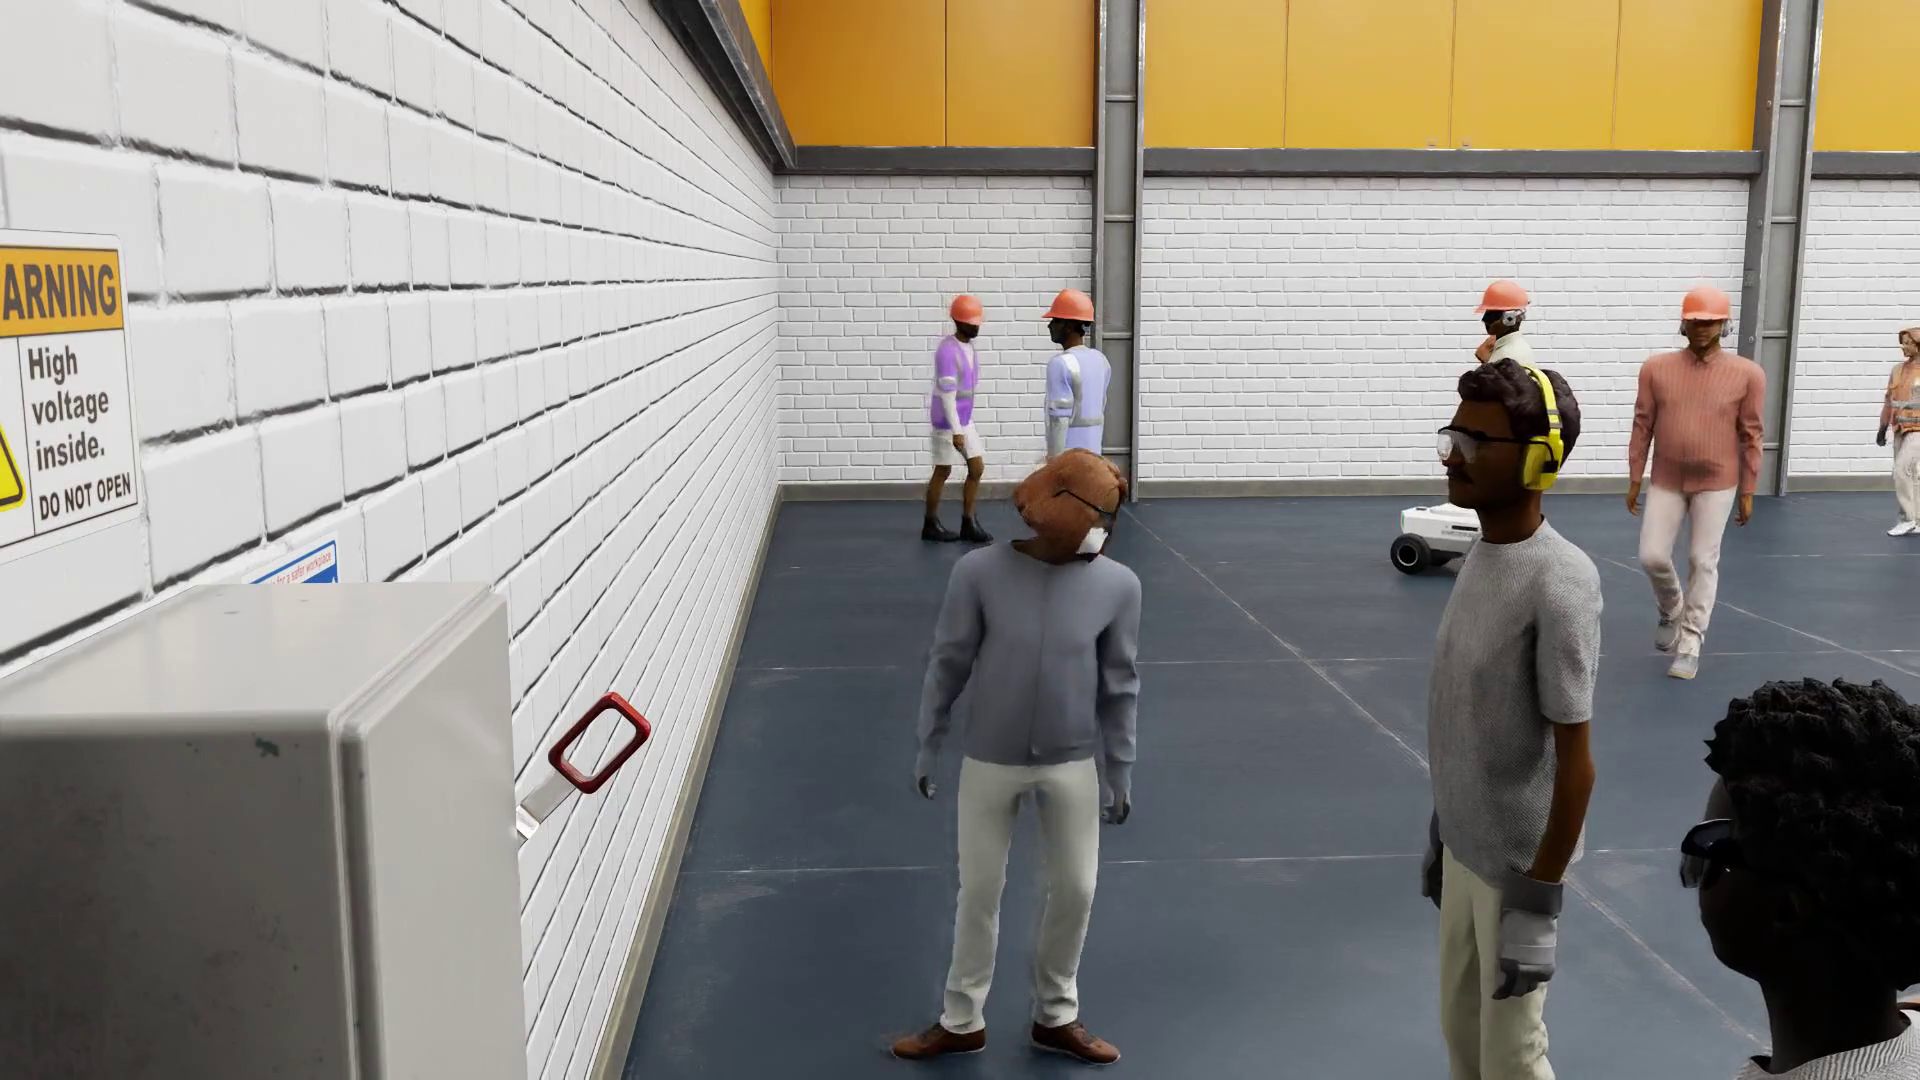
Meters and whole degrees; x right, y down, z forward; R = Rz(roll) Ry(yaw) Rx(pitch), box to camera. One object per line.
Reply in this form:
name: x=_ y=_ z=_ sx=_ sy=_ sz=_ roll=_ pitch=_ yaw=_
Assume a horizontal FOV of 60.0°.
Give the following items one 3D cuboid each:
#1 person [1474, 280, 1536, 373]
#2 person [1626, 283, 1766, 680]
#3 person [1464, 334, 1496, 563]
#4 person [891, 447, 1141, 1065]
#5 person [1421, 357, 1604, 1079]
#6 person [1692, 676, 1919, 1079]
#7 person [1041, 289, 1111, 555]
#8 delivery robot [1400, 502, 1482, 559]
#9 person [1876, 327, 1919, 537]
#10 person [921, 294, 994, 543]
person: x=3.189 y=-0.528 z=9.820 sx=0.376 sy=1.995 sz=0.611 roll=2 pitch=9 yaw=10
person: x=3.721 y=-0.303 z=8.434 sx=0.634 sy=1.982 sz=0.540 roll=6 pitch=11 yaw=32
person: x=3.653 y=-0.612 z=11.477 sx=0.280 sy=1.633 sz=0.498 roll=5 pitch=10 yaw=27
person: x=0.127 y=0.568 z=4.148 sx=0.643 sy=1.610 sz=0.325 roll=-1 pitch=9 yaw=-6
person: x=0.983 y=0.601 z=3.107 sx=0.326 sy=1.876 sz=0.520 roll=-1 pitch=9 yaw=-4
person: x=0.713 y=0.953 z=1.447 sx=0.533 sy=1.697 sz=0.319 roll=-8 pitch=12 yaw=-42
person: x=0.641 y=-0.477 z=9.658 sx=0.340 sy=1.941 sz=0.551 roll=6 pitch=11 yaw=34
delivery robot: x=3.354 y=-0.080 z=11.219 sx=0.707 sy=0.478 sz=0.477 roll=7 pitch=12 yaw=39
person: x=7.286 y=-0.825 z=12.830 sx=0.488 sy=1.620 sz=0.547 roll=-1 pitch=9 yaw=-7
person: x=-0.038 y=-0.887 z=12.427 sx=0.696 sy=1.877 sz=0.574 roll=5 pitch=10 yaw=28
